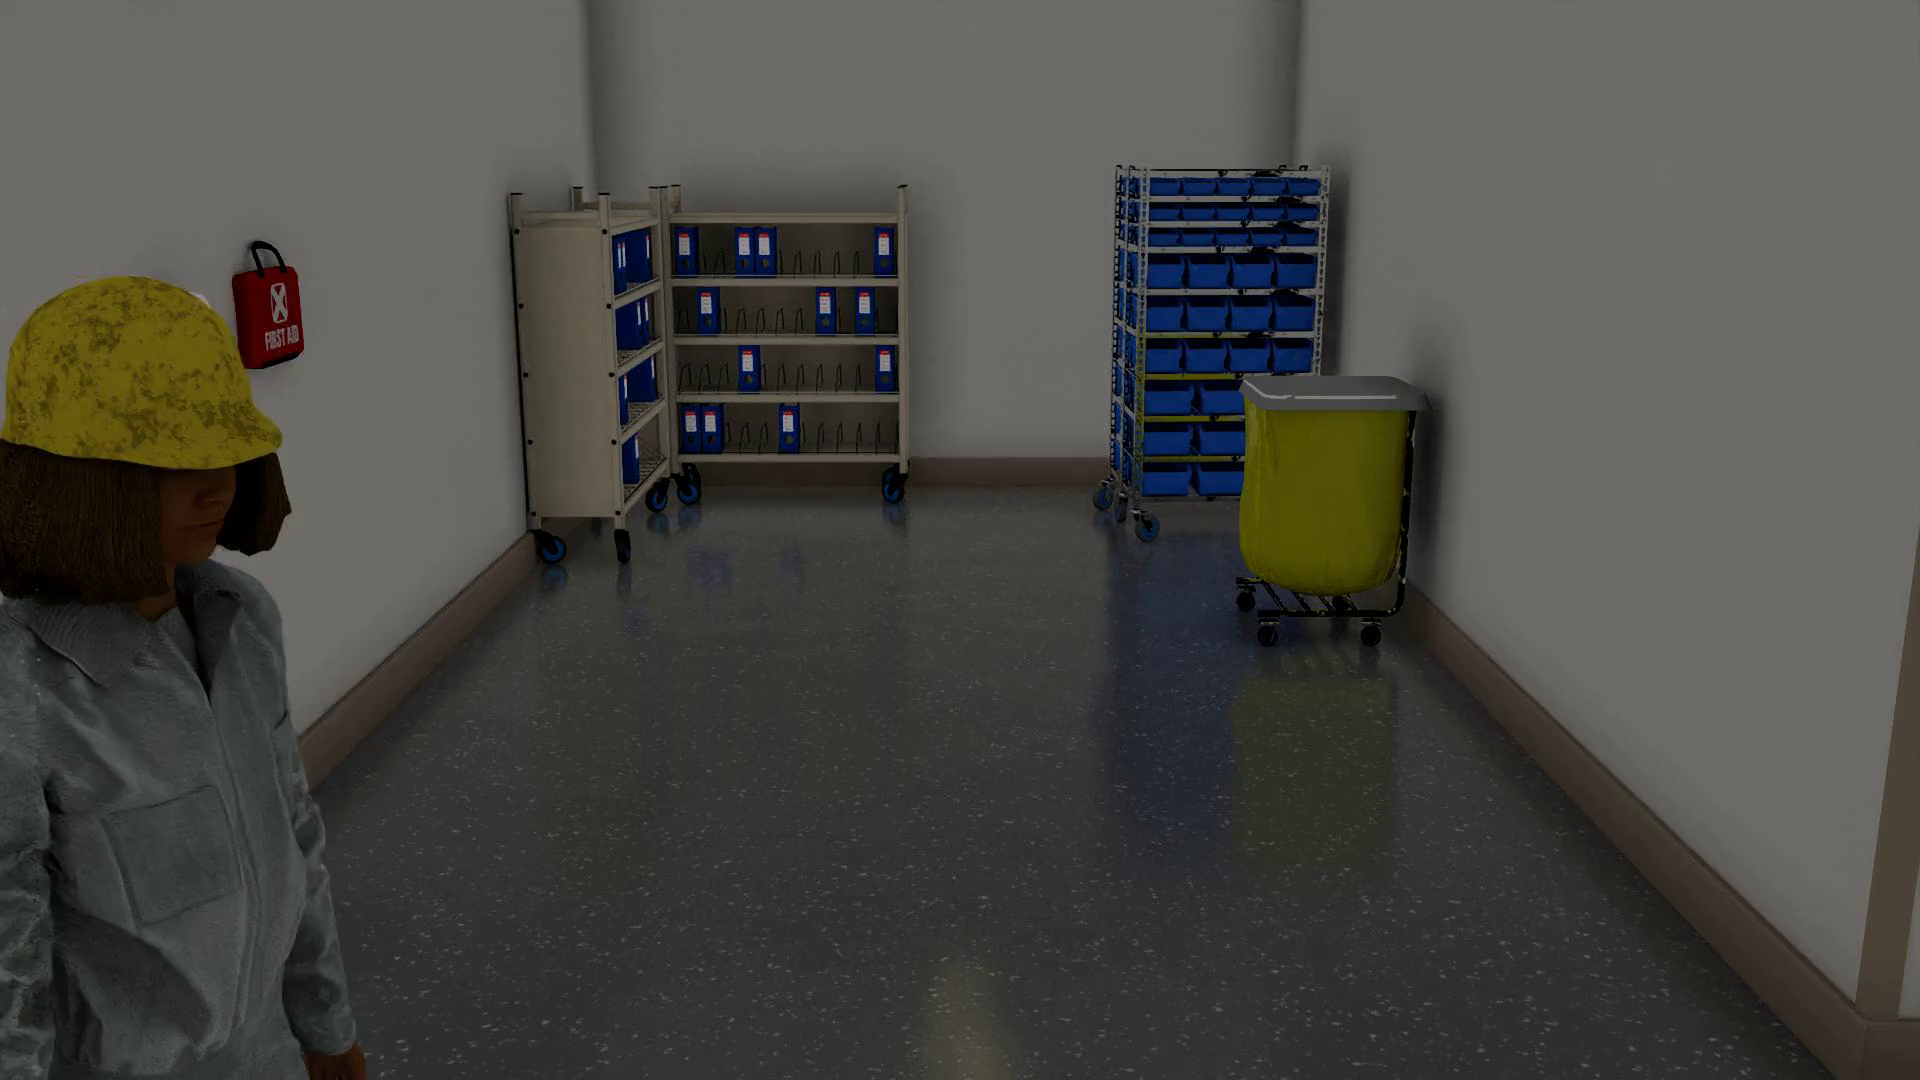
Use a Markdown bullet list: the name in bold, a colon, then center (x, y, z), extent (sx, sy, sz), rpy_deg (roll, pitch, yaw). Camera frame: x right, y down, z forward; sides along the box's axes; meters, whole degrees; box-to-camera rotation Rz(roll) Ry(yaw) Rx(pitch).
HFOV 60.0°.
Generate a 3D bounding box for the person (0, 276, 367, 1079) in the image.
- **person**: center (-0.846, 0.591, 1.736), extent (0.451, 1.726, 0.489), rpy_deg (1, 13, 3)
